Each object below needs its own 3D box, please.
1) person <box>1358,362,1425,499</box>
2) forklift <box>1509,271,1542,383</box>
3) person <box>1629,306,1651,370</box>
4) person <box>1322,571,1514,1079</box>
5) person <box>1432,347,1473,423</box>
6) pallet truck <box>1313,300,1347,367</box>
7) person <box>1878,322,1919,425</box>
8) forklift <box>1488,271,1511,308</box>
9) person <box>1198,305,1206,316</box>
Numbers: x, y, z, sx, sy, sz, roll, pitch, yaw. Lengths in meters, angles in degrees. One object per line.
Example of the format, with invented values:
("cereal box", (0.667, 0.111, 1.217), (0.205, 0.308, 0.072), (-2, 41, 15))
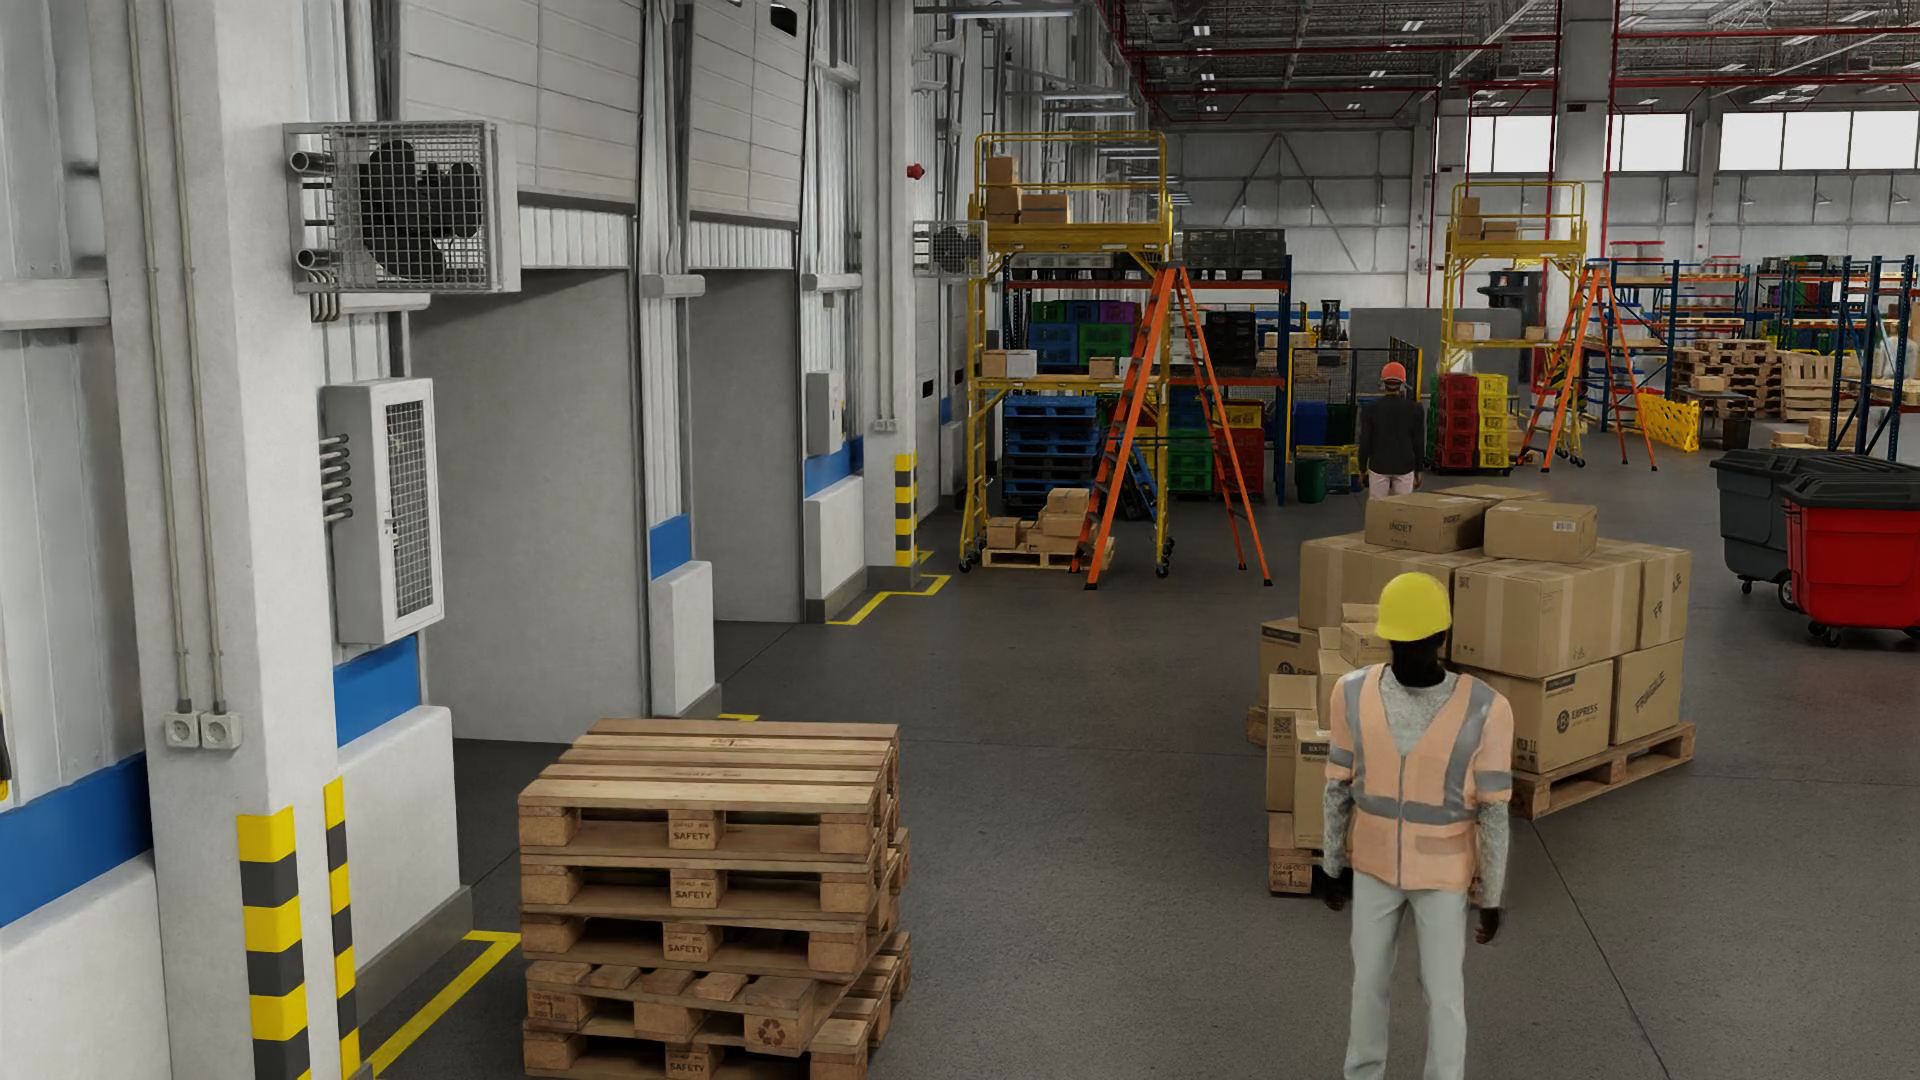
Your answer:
("person", (4.037, -0.666, 15.592), (0.610, 1.996, 0.378), (1, 9, 8))
("forklift", (14.092, -5.322, 41.590), (1.873, 2.768, 1.129), (-2, 9, -11))
("person", (18.305, -5.388, 44.934), (0.632, 1.923, 0.707), (4, 10, 24))
("person", (1.439, 1.041, 5.308), (0.590, 1.919, 0.399), (6, 11, 32))
("person", (8.065, -2.497, 27.308), (0.649, 1.861, 0.394), (1, 9, 6))
("pallet truck", (11.159, -6.200, 49.718), (0.823, 1.965, 1.885), (4, 10, 26))
("person", (17.127, -3.031, 30.419), (0.635, 1.921, 0.674), (7, 12, 37))
("forklift", (14.766, -5.938, 45.386), (1.873, 2.768, 1.129), (-3, 10, -18))
("person", (6.544, -5.387, 44.952), (0.545, 1.920, 0.780), (6, 11, 33))
